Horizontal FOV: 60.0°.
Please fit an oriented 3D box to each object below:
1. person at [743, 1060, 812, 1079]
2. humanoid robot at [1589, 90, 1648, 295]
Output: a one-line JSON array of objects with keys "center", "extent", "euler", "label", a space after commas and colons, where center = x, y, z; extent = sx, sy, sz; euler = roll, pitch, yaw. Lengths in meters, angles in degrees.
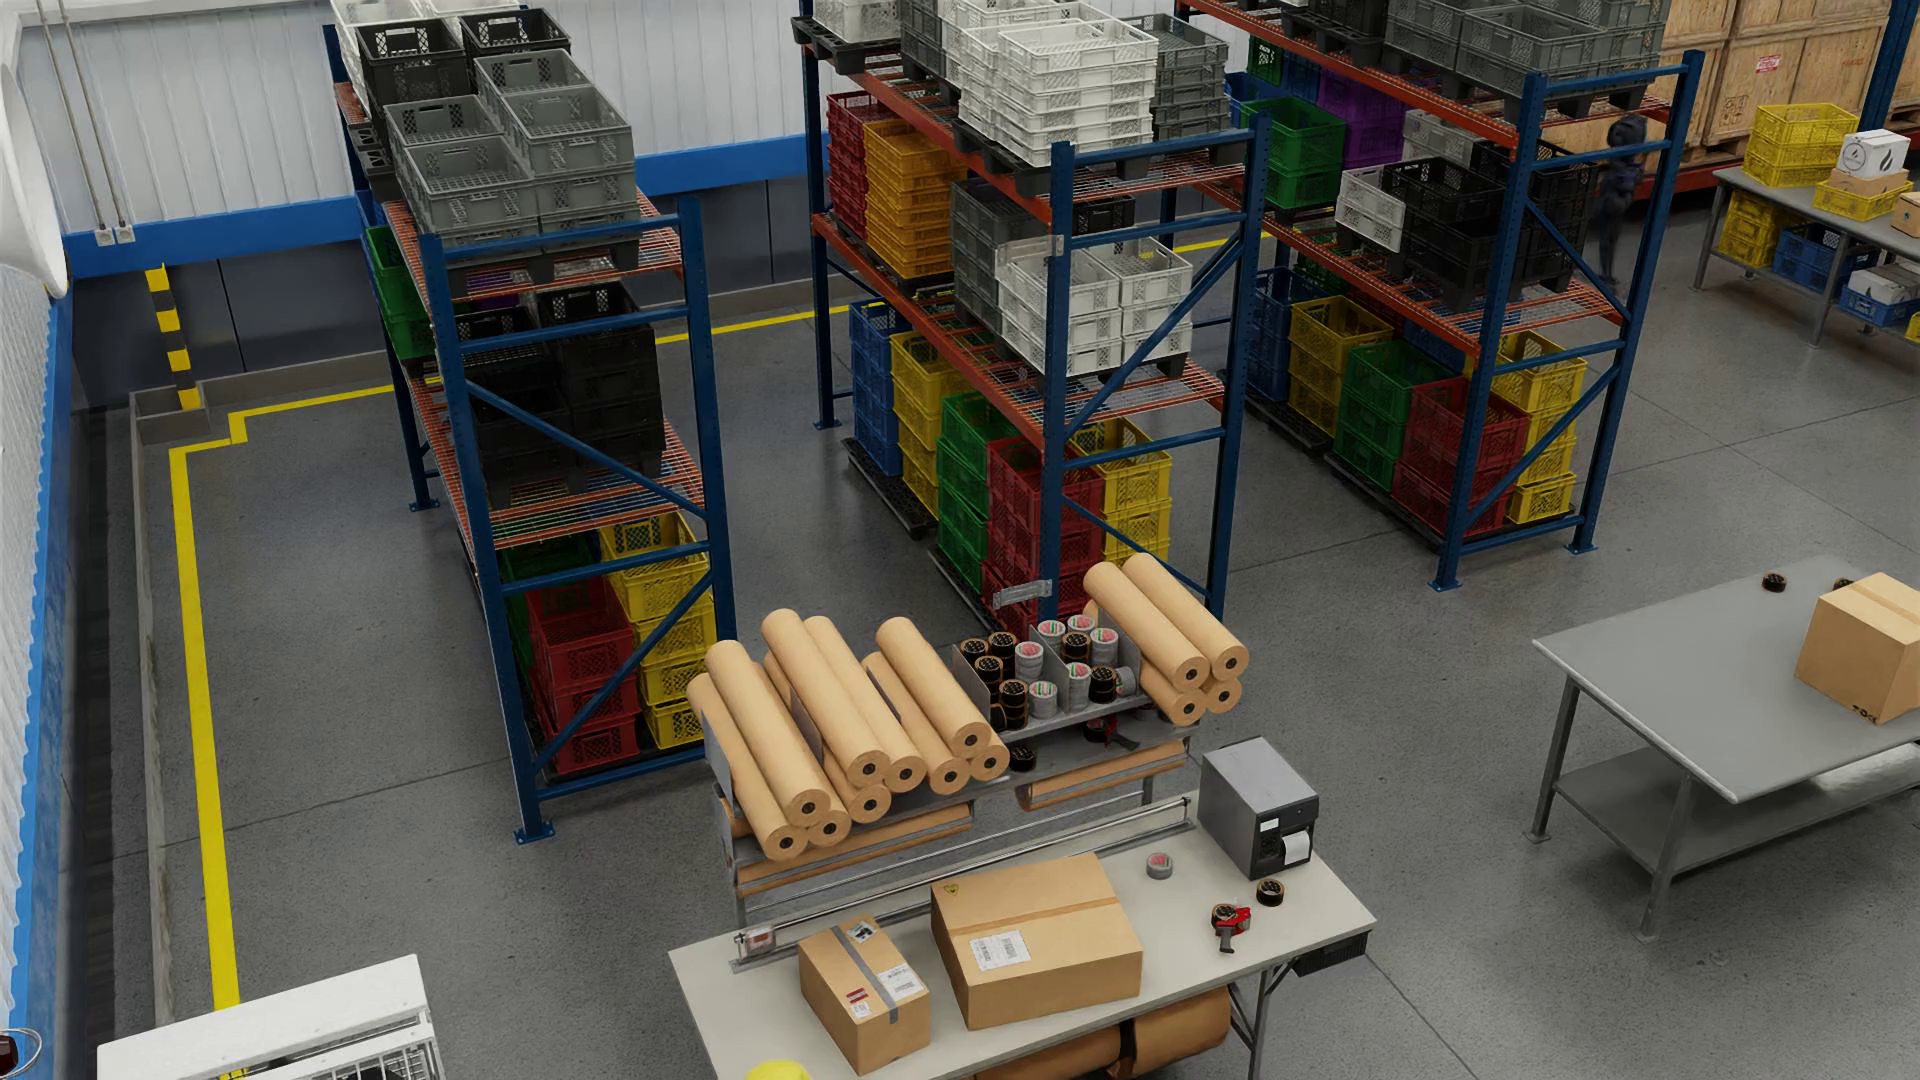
[{"center": [-0.504, 2.195, 4.976], "extent": [0.307, 1.768, 0.522], "euler": [-4, 32, -6], "label": "person"}, {"center": [5.226, -2.750, 13.120], "extent": [0.390, 1.681, 0.625], "euler": [21, 37, 30], "label": "humanoid robot"}]
